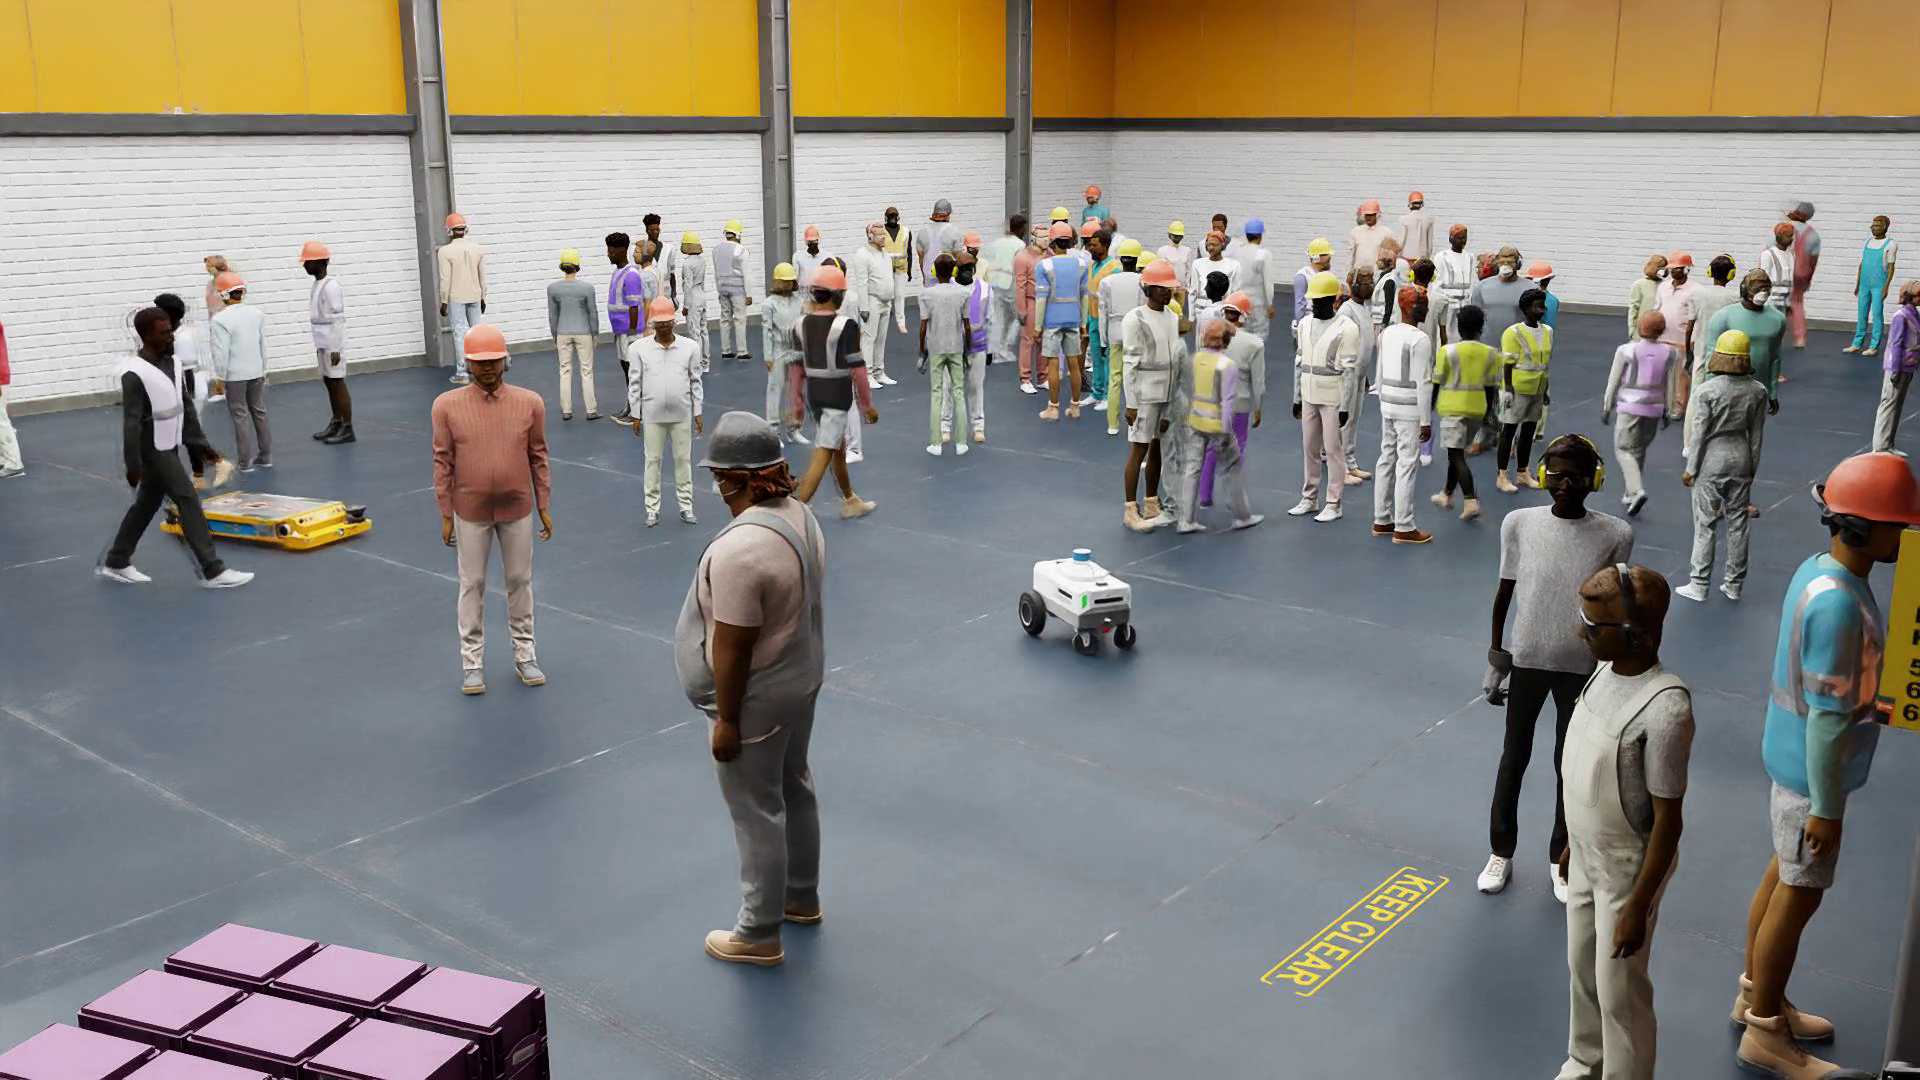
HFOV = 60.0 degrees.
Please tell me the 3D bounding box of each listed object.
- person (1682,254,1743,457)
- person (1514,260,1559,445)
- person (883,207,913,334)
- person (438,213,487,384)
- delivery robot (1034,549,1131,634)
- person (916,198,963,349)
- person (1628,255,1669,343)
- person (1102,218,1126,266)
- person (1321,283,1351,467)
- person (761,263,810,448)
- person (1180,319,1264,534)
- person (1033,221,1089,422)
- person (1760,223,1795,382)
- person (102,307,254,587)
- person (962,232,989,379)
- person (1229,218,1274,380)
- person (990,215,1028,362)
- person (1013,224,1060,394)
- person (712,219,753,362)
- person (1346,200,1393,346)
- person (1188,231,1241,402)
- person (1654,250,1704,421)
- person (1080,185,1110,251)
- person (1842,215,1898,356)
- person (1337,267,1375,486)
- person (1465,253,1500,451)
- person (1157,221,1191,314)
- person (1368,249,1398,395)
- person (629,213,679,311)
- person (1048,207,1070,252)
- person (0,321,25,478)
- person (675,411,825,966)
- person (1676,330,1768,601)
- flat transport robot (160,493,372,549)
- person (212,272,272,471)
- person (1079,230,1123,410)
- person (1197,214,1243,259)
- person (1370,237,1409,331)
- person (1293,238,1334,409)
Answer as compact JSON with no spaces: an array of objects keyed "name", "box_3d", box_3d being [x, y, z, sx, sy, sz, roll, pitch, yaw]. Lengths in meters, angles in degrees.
[{"name":"person","box_3d":[6.867,-1.666,15.177,0.516,1.872,0.327,11,18,38]},{"name":"person","box_3d":[5.476,-1.785,15.887,0.329,1.750,0.572,11,18,38]},{"name":"person","box_3d":[-0.988,-3.929,24.279,0.626,1.844,0.429,-4,14,-14]},{"name":"person","box_3d":[-5.882,-2.850,19.655,0.397,1.992,0.623,11,18,38]},{"name":"delivery robot","box_3d":[0.716,0.296,9.813,0.477,0.478,0.707,-6,15,-22]},{"name":"person","box_3d":[-0.219,-3.612,22.607,0.682,2.000,0.537,7,16,26]},{"name":"person","box_3d":[7.582,-2.319,18.291,0.504,1.628,0.277,-2,14,-6]},{"name":"person","box_3d":[2.248,-4.100,25.438,0.547,1.592,0.842,10,17,35]},{"name":"person","box_3d":[3.373,-1.467,14.847,0.311,1.642,0.514,-2,14,-7]},{"name":"person","box_3d":[-1.643,-1.752,15.777,0.493,1.743,0.295,-13,19,-42]},{"name":"person","box_3d":[1.948,-0.849,12.446,0.667,1.614,0.516,-10,17,-35]},{"name":"person","box_3d":[1.023,-2.242,17.127,0.610,2.042,0.396,-6,15,-22]},{"name":"person","box_3d":[9.646,-2.797,19.672,0.575,1.883,0.355,-10,17,-34]},{"name":"person","box_3d":[-5.274,-0.597,10.928,1.023,1.875,0.598,-1,14,-5]},{"name":"person","box_3d":[0.131,-2.820,20.022,0.562,1.753,0.333,-9,16,-31]},{"name":"person","box_3d":[3.414,-2.826,19.679,0.634,1.934,0.621,-11,18,-38]},{"name":"person","box_3d":[0.630,-3.206,21.284,0.469,1.890,0.634,-11,18,-37]},{"name":"person","box_3d":[0.908,-2.637,18.983,0.642,1.909,0.408,-12,19,-40]},{"name":"person","box_3d":[-2.915,-3.217,21.470,0.593,1.826,0.403,9,17,32]},{"name":"person","box_3d":[5.642,-3.684,22.988,0.623,1.992,0.391,7,15,25]},{"name":"person","box_3d":[2.772,-2.435,18.226,0.579,1.883,0.352,6,15,23]},{"name":"person","box_3d":[7.373,-2.107,17.174,0.342,1.751,0.564,-8,16,-30]},{"name":"person","box_3d":[2.291,-5.073,28.546,0.393,1.988,0.623,-12,19,-40]},{"name":"person","box_3d":[12.076,-3.361,22.003,0.346,1.846,0.506,-6,15,-22]},{"name":"person","box_3d":[3.355,-1.393,14.139,0.345,1.846,0.508,8,16,29]},{"name":"person","box_3d":[4.954,-1.754,15.586,0.372,1.840,0.570,9,16,31]},{"name":"person","box_3d":[2.831,-3.320,22.003,0.529,1.767,0.308,-8,16,-28]},{"name":"person","box_3d":[4.794,-2.463,18.825,0.310,1.642,0.514,1,14,5]},{"name":"person","box_3d":[-3.716,-2.982,20.239,0.603,1.967,0.366,-8,16,-30]},{"name":"person","box_3d":[1.357,-3.525,22.491,0.366,1.926,0.592,4,14,14]},{"name":"person","box_3d":[-8.439,-1.408,14.414,0.354,1.737,0.576,-13,19,-42]},{"name":"person","box_3d":[-0.768,0.522,6.088,0.536,2.000,0.684,4,15,15]},{"name":"person","box_3d":[4.881,-0.475,10.673,0.492,1.742,0.324,-2,14,-6]},{"name":"flat transport robot","box_3d":[-5.186,-0.163,12.414,1.431,0.197,0.652,6,15,22]},{"name":"person","box_3d":[-6.359,-1.484,14.685,0.330,1.750,0.572,5,15,20]},{"name":"person","box_3d":[1.538,-2.356,17.836,0.399,1.920,0.590,-7,16,-26]},{"name":"person","box_3d":[3.269,-3.161,21.053,0.597,1.916,0.372,5,15,20]},{"name":"person","box_3d":[5.491,-3.063,21.254,0.519,1.617,0.411,11,18,38]},{"name":"person","box_3d":[3.802,-2.299,17.784,0.586,1.832,0.403,-13,19,-43]}]
